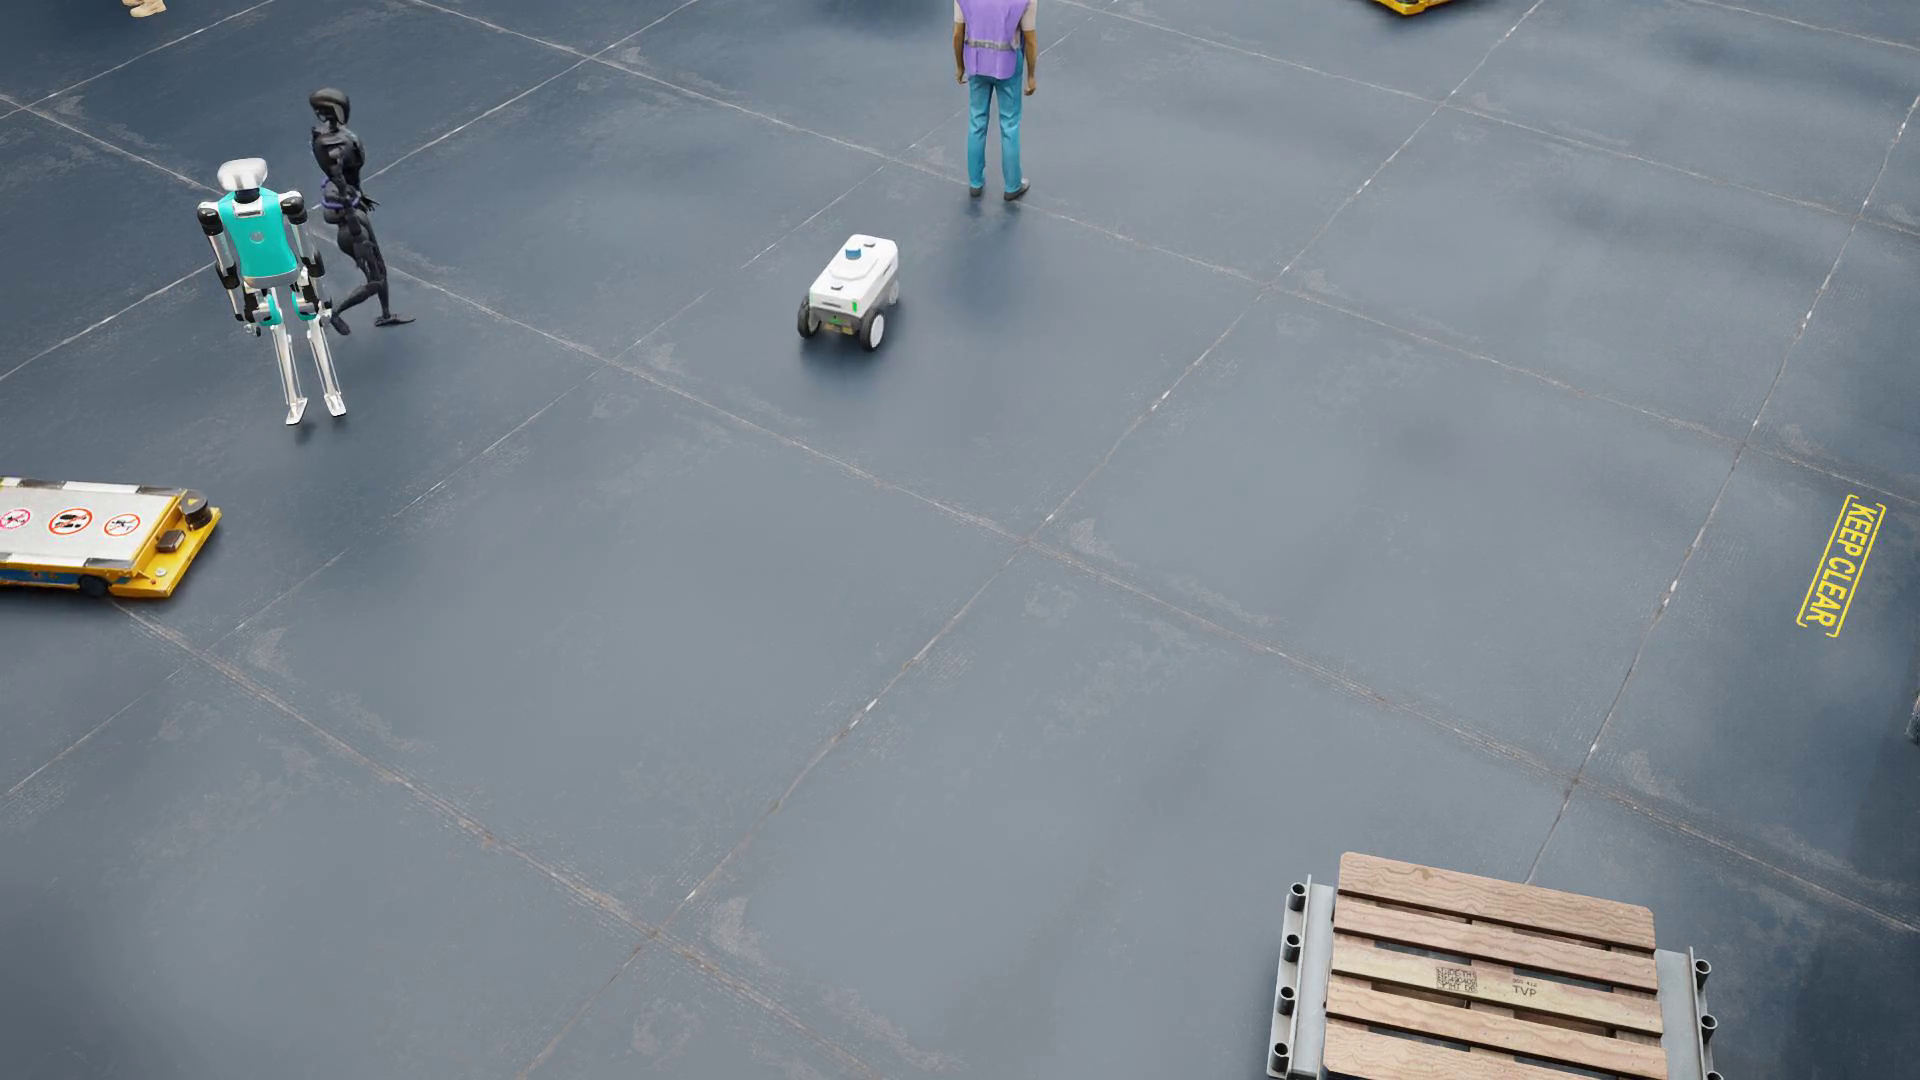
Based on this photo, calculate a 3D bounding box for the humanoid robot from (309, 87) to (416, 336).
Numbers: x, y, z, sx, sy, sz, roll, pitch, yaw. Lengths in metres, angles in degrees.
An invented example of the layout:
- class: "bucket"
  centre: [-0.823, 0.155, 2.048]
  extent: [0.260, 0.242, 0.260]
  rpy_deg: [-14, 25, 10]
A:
- class: "humanoid robot"
  centre: [-3.690, -1.940, 9.905]
  extent: [0.532, 1.641, 0.608]
  rpy_deg: [-10, 43, -11]

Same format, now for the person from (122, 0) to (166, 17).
- class: "person"
  centre: [-6.827, -5.102, 13.385]
  extent: [0.305, 1.736, 0.493]
  rpy_deg: [-22, 46, -23]

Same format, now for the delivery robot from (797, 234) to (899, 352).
- class: "delivery robot"
  centre: [-0.656, -1.571, 10.314]
  extent: [0.499, 0.584, 0.783]
  rpy_deg: [14, 44, 15]

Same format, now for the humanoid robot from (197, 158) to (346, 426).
- class: "humanoid robot"
  centre: [-3.745, -1.434, 9.182]
  extent: [0.533, 1.677, 0.735]
  rpy_deg: [-11, 43, -12]

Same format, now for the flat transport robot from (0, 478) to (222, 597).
- class: "flat transport robot"
  centre: [-4.750, -0.015, 8.797]
  extent: [1.431, 0.231, 0.659]
  rpy_deg: [4, 42, 4]

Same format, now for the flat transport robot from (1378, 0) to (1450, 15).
- class: "flat transport robot"
  centre: [4.130, -4.820, 14.173]
  extent: [1.431, 0.231, 0.659]
  rpy_deg: [-21, 46, -22]

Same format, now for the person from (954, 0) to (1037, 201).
- class: "person"
  centre: [0.229, -3.130, 11.103]
  extent: [0.563, 1.838, 0.385]
  rpy_deg: [12, 43, 13]
